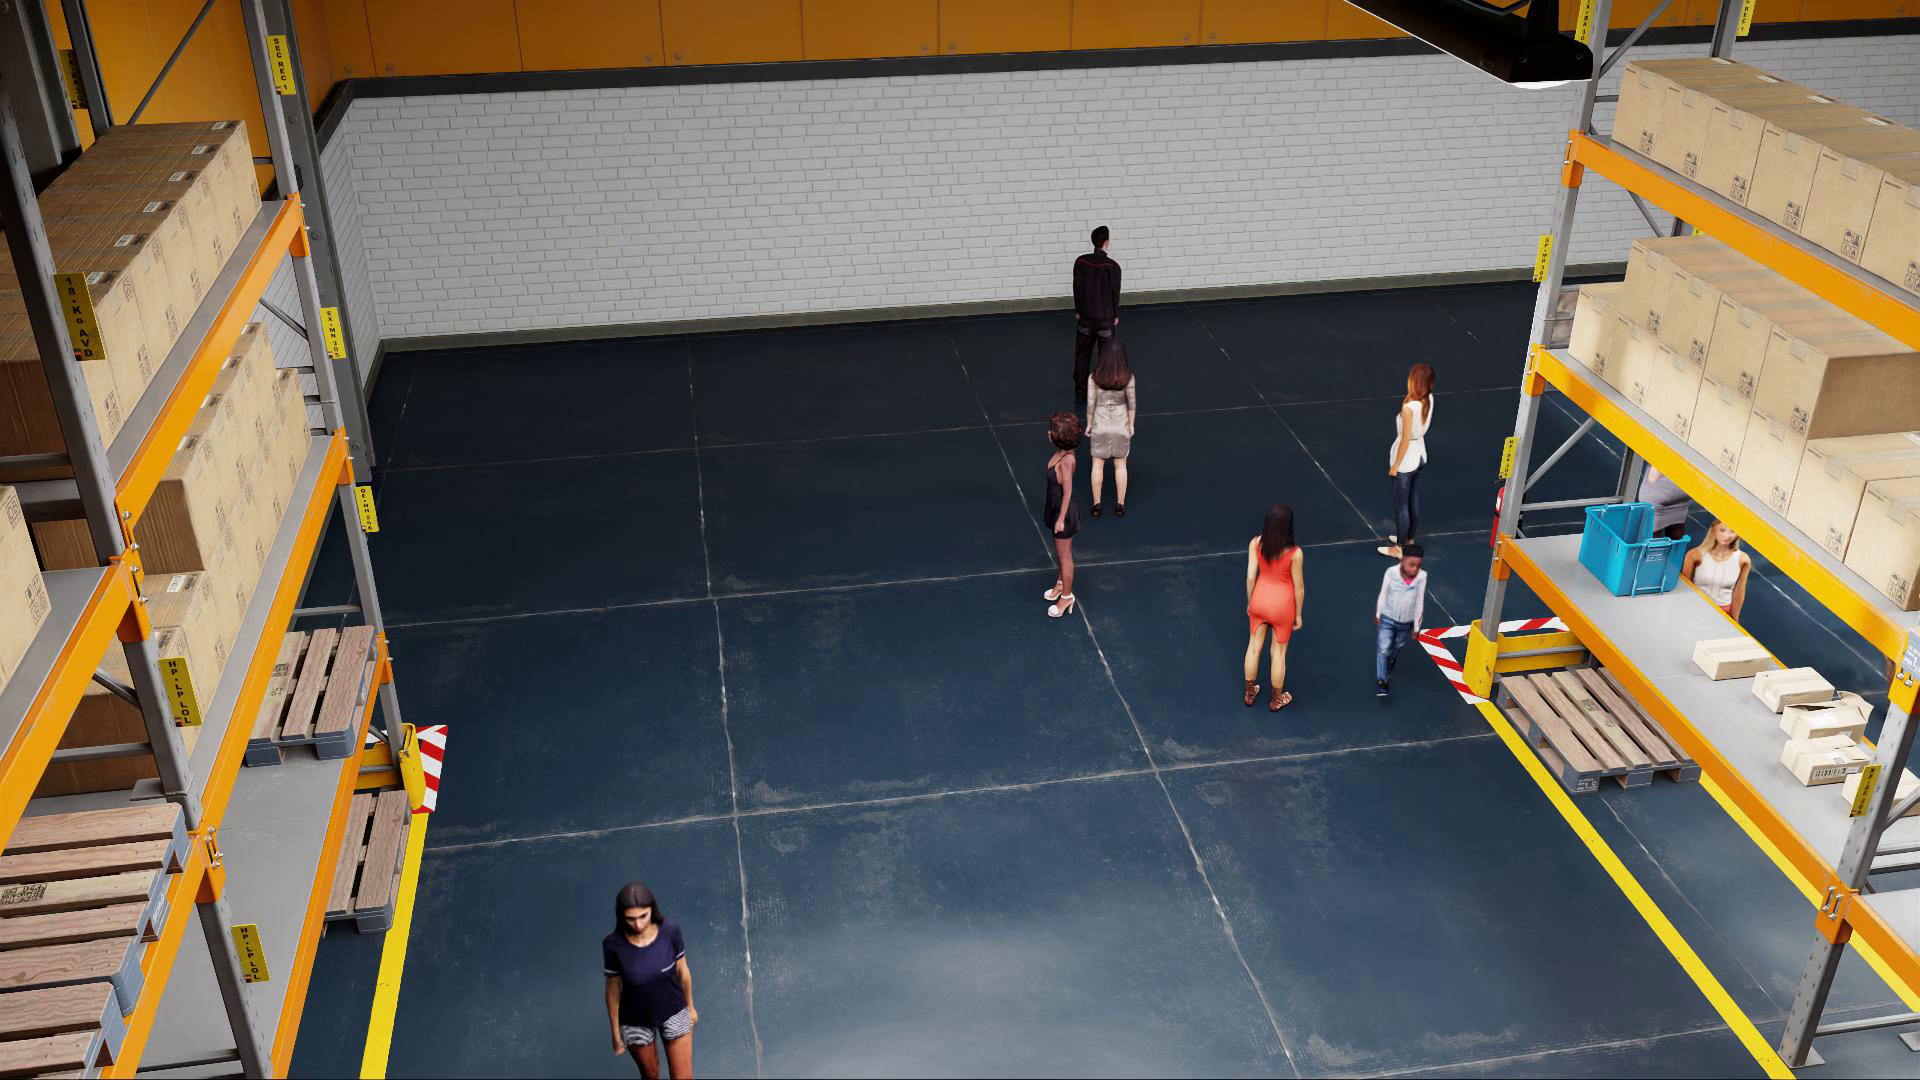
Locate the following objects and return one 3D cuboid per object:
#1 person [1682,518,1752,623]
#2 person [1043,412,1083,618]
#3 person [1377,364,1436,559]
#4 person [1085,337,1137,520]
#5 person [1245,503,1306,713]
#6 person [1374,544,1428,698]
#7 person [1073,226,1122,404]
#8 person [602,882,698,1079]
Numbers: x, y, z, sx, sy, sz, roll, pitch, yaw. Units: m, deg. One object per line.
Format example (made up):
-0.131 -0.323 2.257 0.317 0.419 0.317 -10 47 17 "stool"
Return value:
5.372 0.580 12.023 0.699 1.800 0.712 6 29 10 "person"
0.833 -0.219 13.500 0.649 1.789 0.509 -1 29 -2 "person"
3.886 -0.680 14.349 0.722 1.785 0.685 23 36 35 "person"
1.354 -0.997 14.971 0.643 1.746 0.591 2 29 4 "person"
2.304 0.495 12.264 0.672 1.719 0.711 15 32 25 "person"
3.350 0.549 12.680 0.716 1.225 0.939 8 30 14 "person"
1.427 -2.320 17.220 0.779 1.915 0.811 15 32 25 "person"
-1.602 2.434 8.674 0.621 1.754 0.620 -7 29 -13 "person"
